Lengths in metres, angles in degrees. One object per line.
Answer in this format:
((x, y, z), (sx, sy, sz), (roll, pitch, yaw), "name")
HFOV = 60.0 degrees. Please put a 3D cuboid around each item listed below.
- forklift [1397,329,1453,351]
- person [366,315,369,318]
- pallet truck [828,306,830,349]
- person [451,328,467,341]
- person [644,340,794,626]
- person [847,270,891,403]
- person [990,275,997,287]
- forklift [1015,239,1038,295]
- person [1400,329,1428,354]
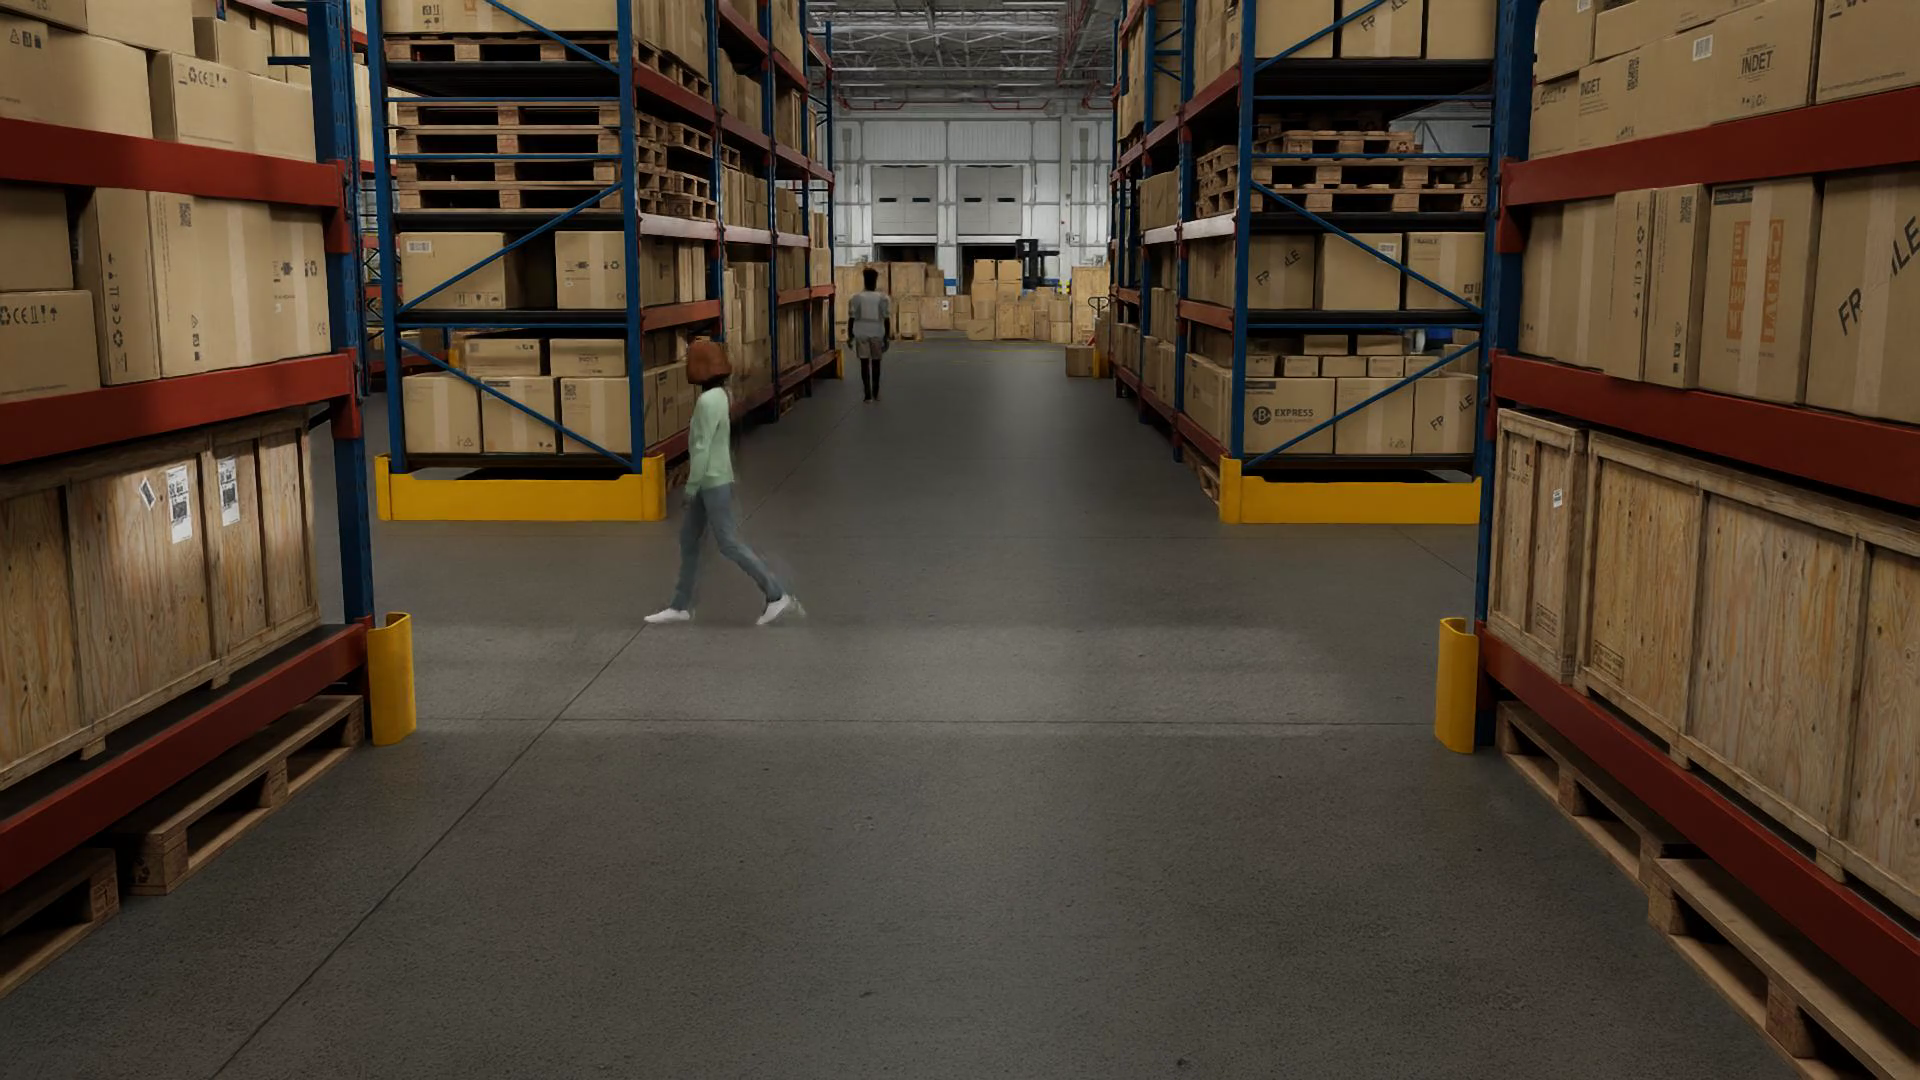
((10.414, -5.745, 37.977), (1.129, 2.768, 1.873), (-9, 13, -44), "forklift")
((-22.151, -9.036, 60.504), (1.018, 1.950, 0.625), (0, 9, 0), "person")
((-3.100, -3.940, 29.800), (1.885, 1.965, 0.823), (3, 10, 19), "pallet truck")
((-9.462, -4.186, 31.613), (0.591, 1.883, 0.651), (0, 9, -3), "person")
((-1.339, -0.311, 9.231), (0.809, 1.602, 0.497), (-1, 10, -8), "person")
((-1.326, -2.961, 24.194), (0.631, 1.914, 0.995), (-1, 10, -6), "person")
((1.125, -8.399, 57.293), (0.362, 1.737, 0.490), (-5, 11, -25), "person")
((2.287, -8.975, 57.322), (1.873, 2.768, 1.129), (-6, 11, -32), "forklift")
((8.176, -3.767, 29.944), (0.528, 1.603, 0.829), (1, 10, 9), "person")
